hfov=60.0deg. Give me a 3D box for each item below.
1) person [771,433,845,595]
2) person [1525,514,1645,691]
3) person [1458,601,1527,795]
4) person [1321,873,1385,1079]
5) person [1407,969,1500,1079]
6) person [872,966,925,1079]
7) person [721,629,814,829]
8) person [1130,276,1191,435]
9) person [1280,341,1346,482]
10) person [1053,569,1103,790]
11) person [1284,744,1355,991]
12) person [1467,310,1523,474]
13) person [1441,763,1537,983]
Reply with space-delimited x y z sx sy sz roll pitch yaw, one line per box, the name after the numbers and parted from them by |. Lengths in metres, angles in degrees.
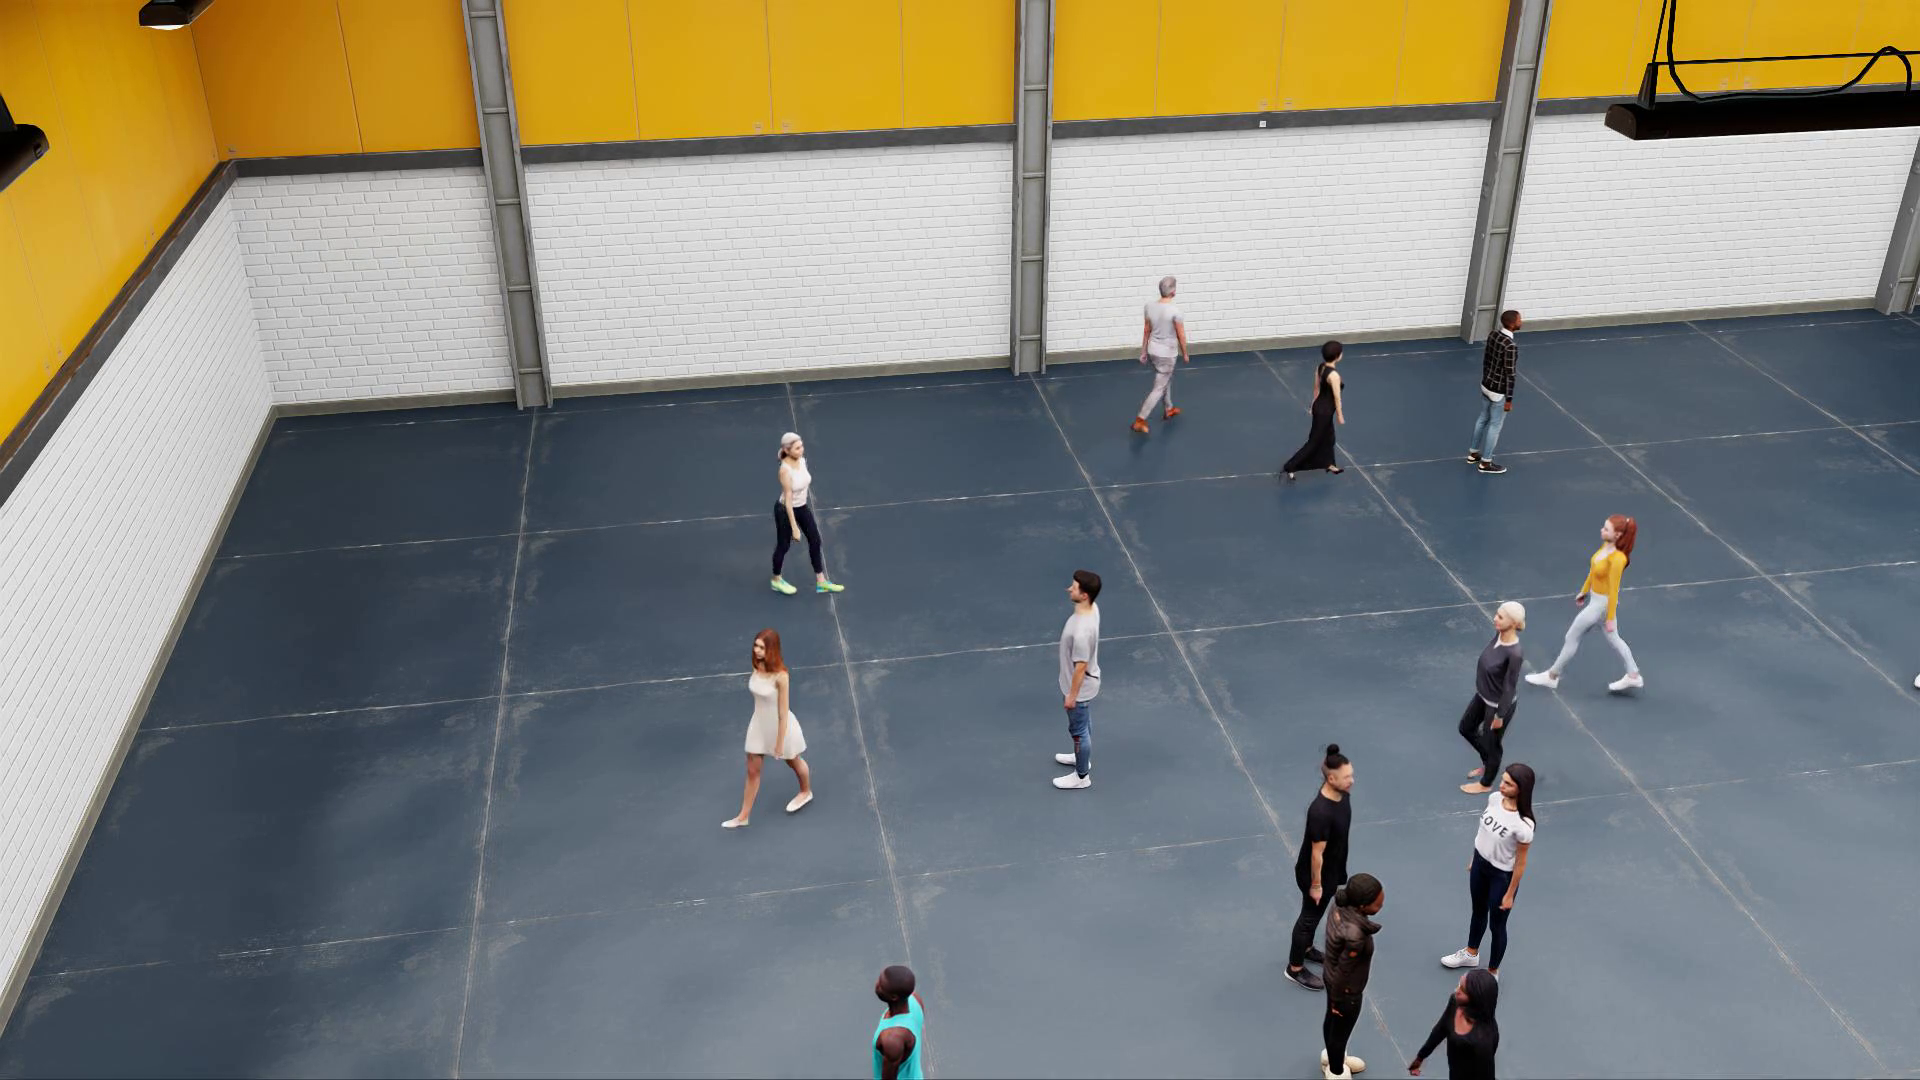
-1.650 -0.243 15.550 1.059 1.676 0.921 11 31 20 | person
5.502 0.575 14.020 1.268 1.705 0.931 6 29 12 | person
4.209 1.214 12.834 0.611 1.720 0.655 -1 29 -2 | person
2.334 2.707 10.158 0.603 1.661 0.657 -5 29 -8 | person
2.936 3.114 9.408 1.242 1.664 0.787 0 29 0 | person
-0.320 3.096 9.293 0.653 1.806 0.666 6 29 11 | person
-1.333 1.381 12.575 0.965 1.674 1.105 25 37 38 | person
2.234 -2.036 18.723 1.285 1.785 1.064 -22 35 -34 | person
3.785 -1.322 17.643 0.976 1.567 0.564 -5 29 -8 | person
0.932 1.067 12.925 0.668 1.890 0.729 3 29 5 | person
2.399 2.126 11.007 0.799 1.868 0.778 13 31 23 | person
5.777 -1.626 17.936 0.539 1.819 0.670 -7 29 -12 | person
3.538 2.204 10.961 0.567 1.774 0.623 -10 30 -18 | person
